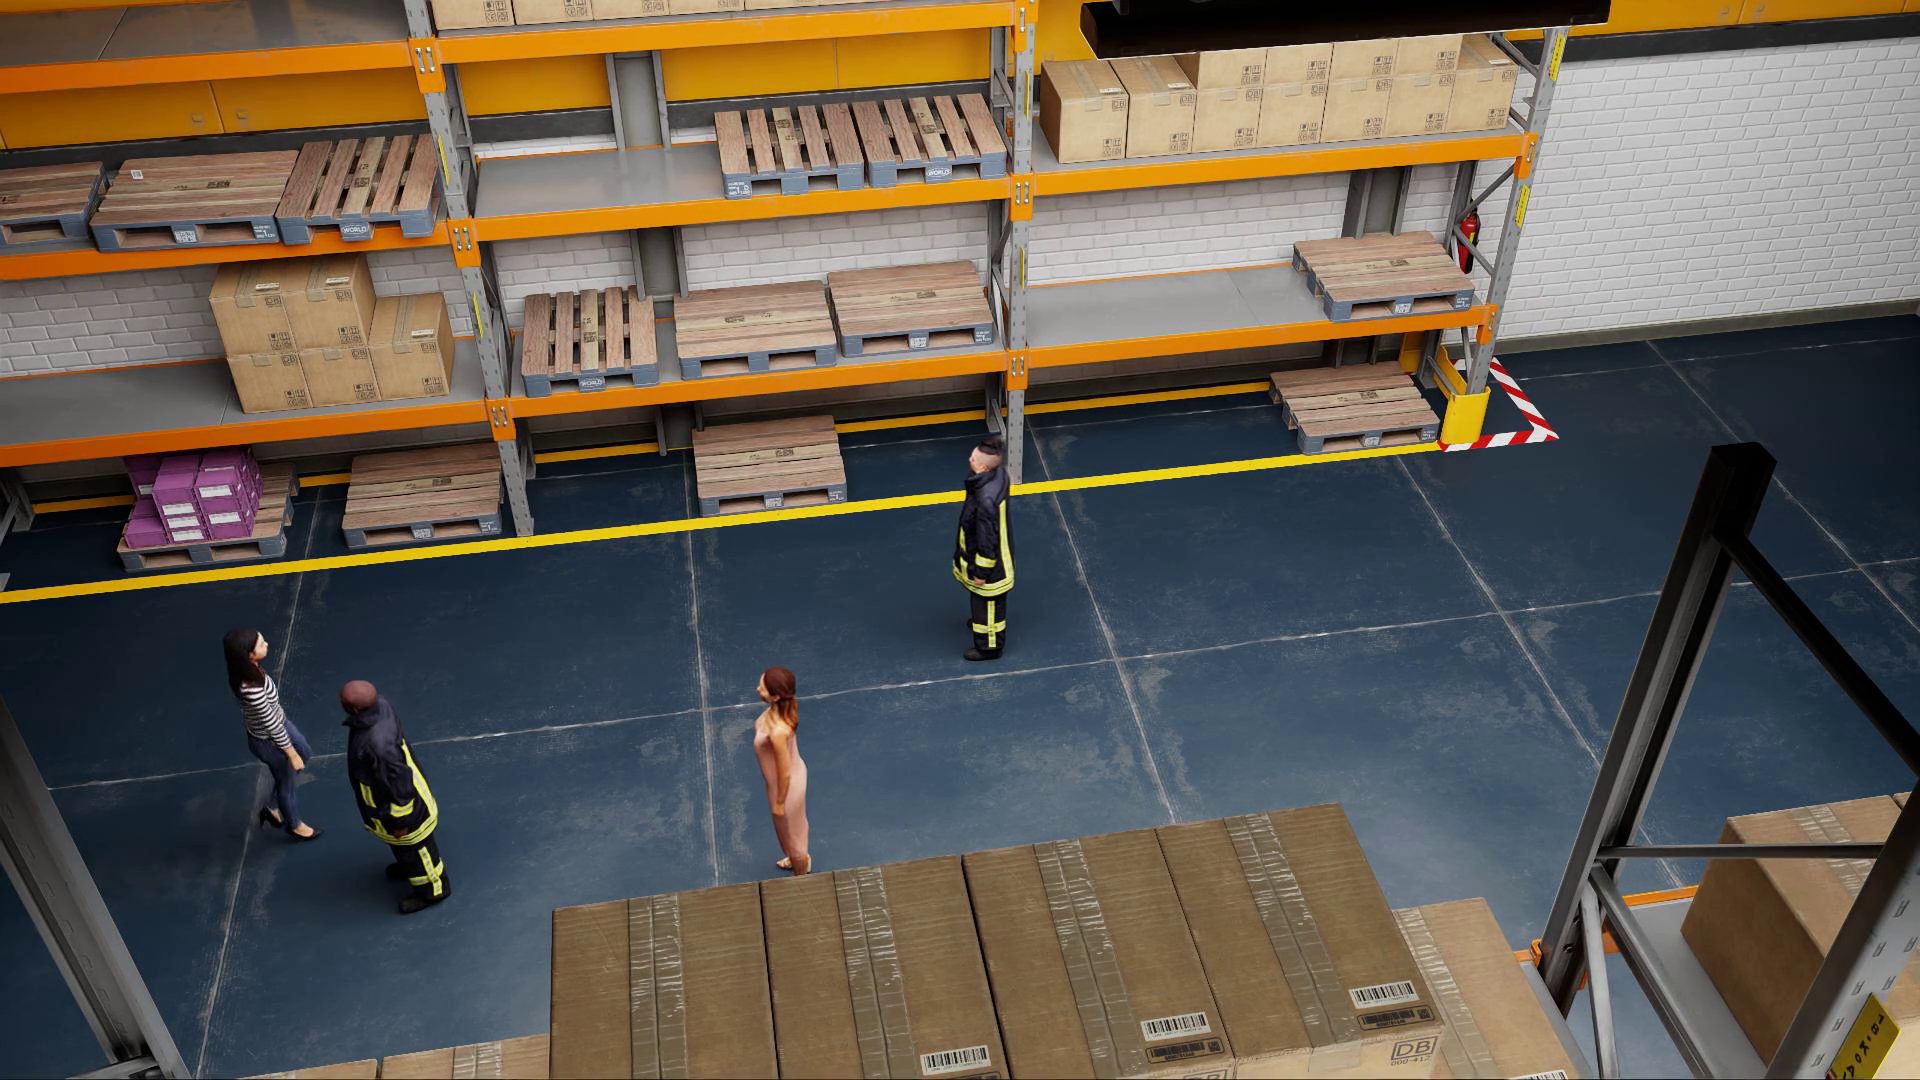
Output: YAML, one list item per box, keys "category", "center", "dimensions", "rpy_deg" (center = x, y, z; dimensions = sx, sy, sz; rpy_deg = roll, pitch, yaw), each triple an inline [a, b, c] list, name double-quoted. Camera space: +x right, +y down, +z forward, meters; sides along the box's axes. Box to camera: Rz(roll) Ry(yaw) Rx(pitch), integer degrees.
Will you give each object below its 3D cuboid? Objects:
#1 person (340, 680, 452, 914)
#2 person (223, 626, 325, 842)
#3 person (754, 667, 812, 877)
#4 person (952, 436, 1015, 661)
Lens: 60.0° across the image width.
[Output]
- category: "person"
  center: [-3.385, 1.484, 9.965]
  dimensions: [0.745, 1.820, 0.799]
  rpy_deg: [-15, 41, -18]
- category: "person"
  center: [-4.327, 1.281, 10.250]
  dimensions: [0.755, 1.782, 0.698]
  rpy_deg: [-19, 42, -22]
- category: "person"
  center: [-1.041, 1.458, 9.989]
  dimensions: [0.542, 1.832, 0.618]
  rpy_deg: [-1, 39, -2]
- category: "person"
  center: [0.189, 0.046, 11.732]
  dimensions: [0.803, 1.861, 0.838]
  rpy_deg: [4, 39, 5]
